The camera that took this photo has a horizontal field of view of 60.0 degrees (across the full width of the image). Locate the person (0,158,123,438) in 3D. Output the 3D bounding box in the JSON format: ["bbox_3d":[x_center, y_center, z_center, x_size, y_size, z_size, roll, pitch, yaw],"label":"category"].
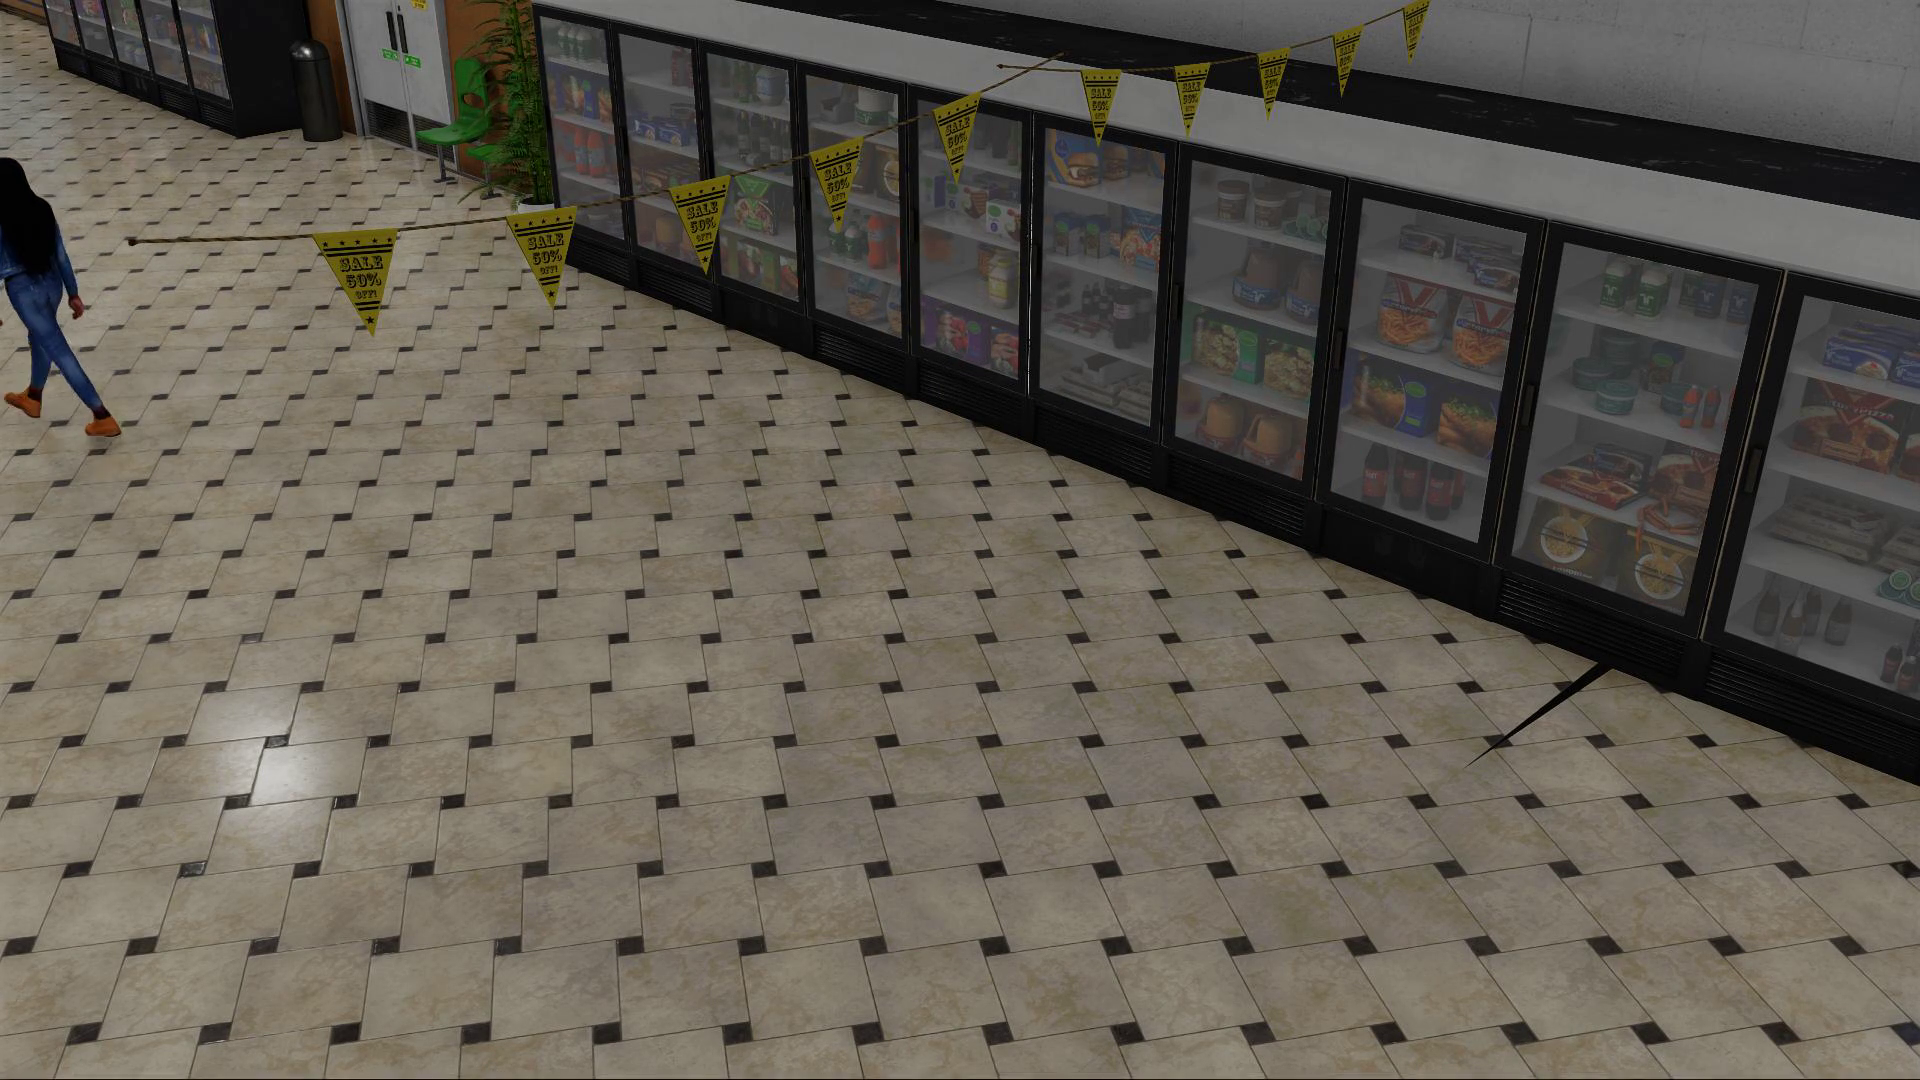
[{"bbox_3d":[-5.350,-1.365,9.788,1.017,1.663,1.197,10,29,19],"label":"person"}]
